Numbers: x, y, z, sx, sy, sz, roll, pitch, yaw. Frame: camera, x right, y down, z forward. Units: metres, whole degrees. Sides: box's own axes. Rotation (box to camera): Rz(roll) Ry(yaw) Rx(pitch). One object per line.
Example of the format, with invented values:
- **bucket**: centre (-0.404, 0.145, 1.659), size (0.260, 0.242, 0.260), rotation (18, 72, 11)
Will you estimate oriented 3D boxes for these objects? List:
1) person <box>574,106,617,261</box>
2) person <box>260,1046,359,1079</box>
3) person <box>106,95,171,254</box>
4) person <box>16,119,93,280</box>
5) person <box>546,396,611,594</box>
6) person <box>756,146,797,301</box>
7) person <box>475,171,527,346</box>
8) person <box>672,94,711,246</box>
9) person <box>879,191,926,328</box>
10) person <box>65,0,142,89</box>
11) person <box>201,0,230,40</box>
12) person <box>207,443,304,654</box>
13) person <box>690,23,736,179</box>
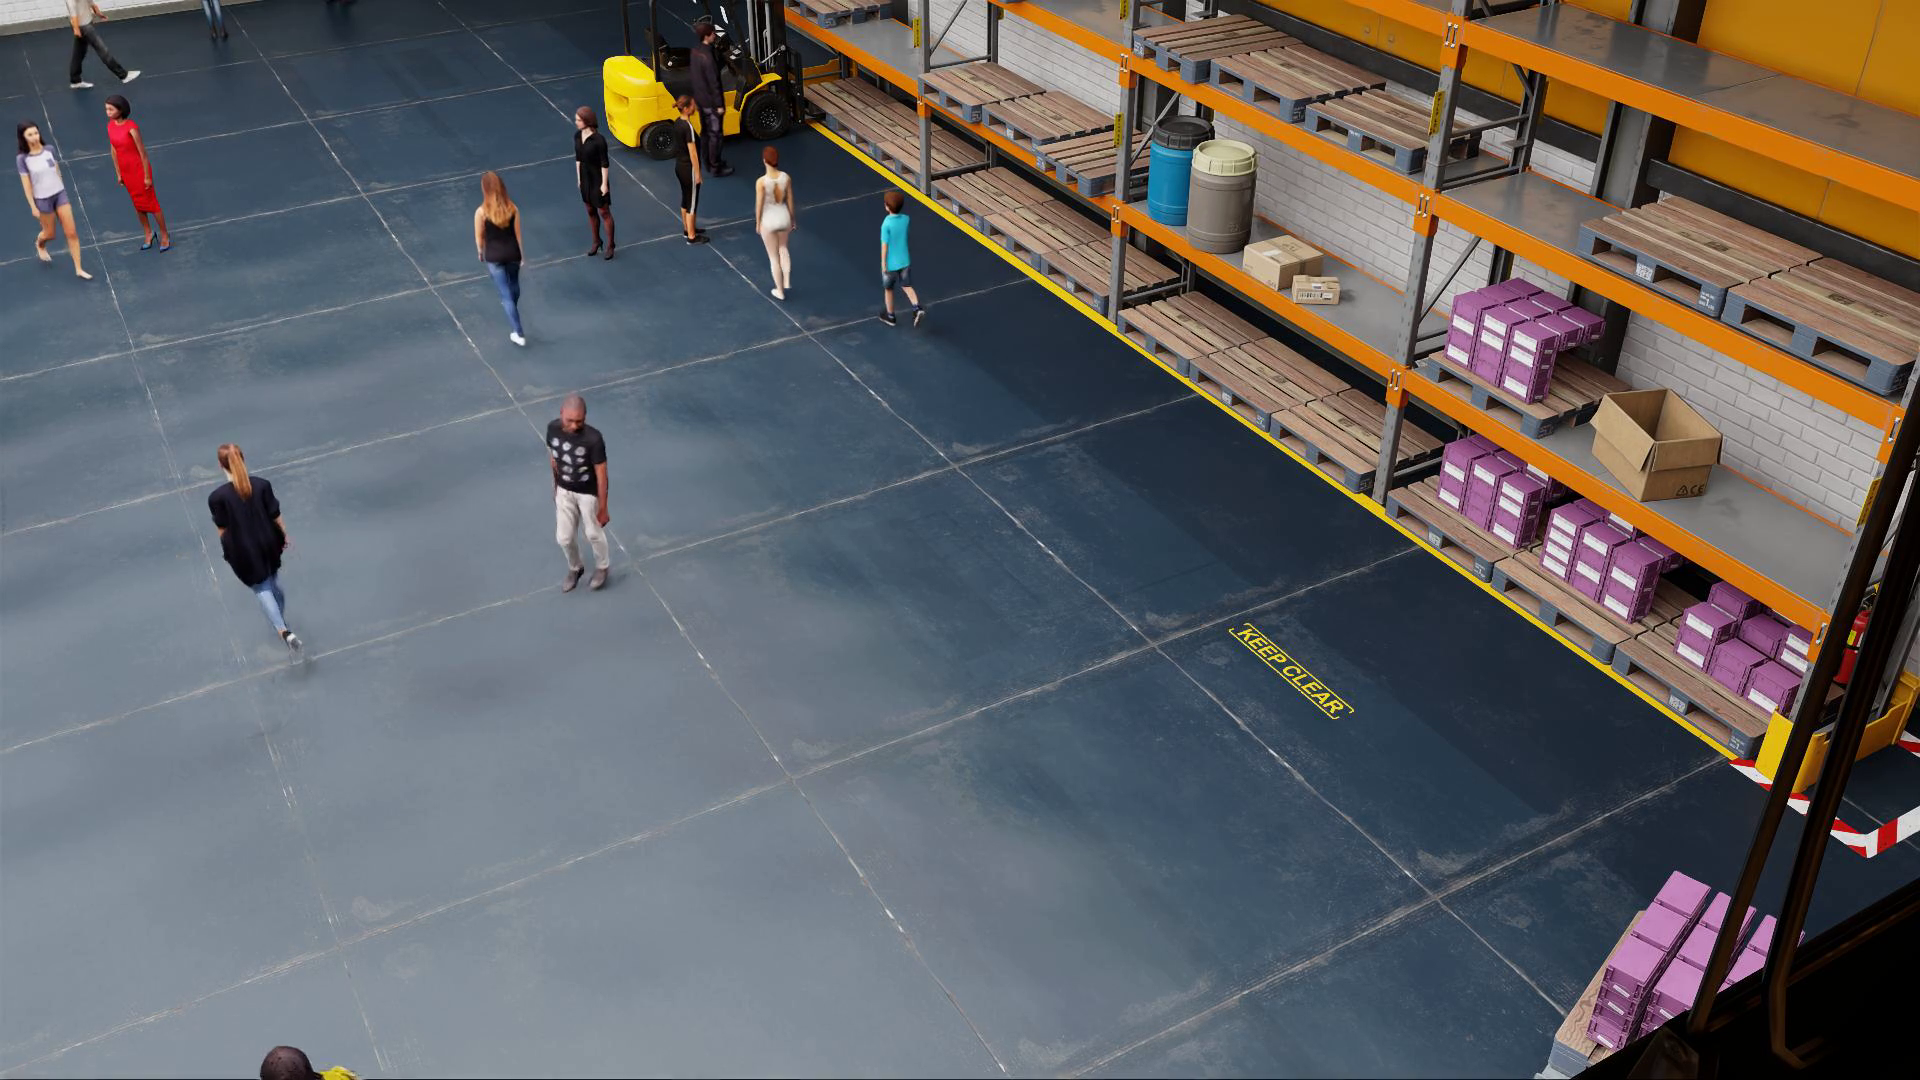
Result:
- **person**: centre (-3.946, -3.869, 17.967), size (0.592, 1.705, 0.719), rotation (20, 38, 27)
- **person**: centre (-2.886, 3.006, 7.721), size (1.337, 1.598, 1.029), rotation (25, 41, 32)
- **person**: centre (-8.967, -3.989, 18.112), size (0.633, 1.743, 0.708), rotation (11, 35, 16)
- **person**: centre (-9.654, -3.603, 17.560), size (1.080, 1.712, 0.875), rotation (20, 38, 27)
- **person**: centre (-2.868, -0.375, 12.660), size (0.825, 1.761, 0.896), rotation (18, 38, 25)
- **person**: centre (-1.846, -3.218, 17.050), size (0.585, 1.636, 0.567), rotation (-20, 39, -28)
- **person**: centre (-4.432, -2.701, 16.247), size (0.639, 1.664, 1.093), rotation (-21, 39, -29)
- **person**: centre (-3.004, -4.094, 18.338), size (0.646, 1.668, 0.473), rotation (-15, 37, -22)
- **person**: centre (-0.584, -2.775, 16.562), size (0.590, 1.439, 0.832), rotation (-24, 40, -31)
- **person**: centre (-12.033, -6.988, 22.607), size (0.828, 1.763, 1.129), rotation (-13, 36, -19)
- **person**: centre (-11.185, -8.133, 24.733), size (0.509, 1.315, 0.513), rotation (-11, 35, -16)
- **person**: centre (-5.072, 0.099, 12.032), size (0.714, 1.667, 1.020), rotation (-23, 40, -30)
- **person**: centre (-3.038, -5.298, 19.994), size (0.774, 1.841, 0.522), rotation (-19, 38, -26)
